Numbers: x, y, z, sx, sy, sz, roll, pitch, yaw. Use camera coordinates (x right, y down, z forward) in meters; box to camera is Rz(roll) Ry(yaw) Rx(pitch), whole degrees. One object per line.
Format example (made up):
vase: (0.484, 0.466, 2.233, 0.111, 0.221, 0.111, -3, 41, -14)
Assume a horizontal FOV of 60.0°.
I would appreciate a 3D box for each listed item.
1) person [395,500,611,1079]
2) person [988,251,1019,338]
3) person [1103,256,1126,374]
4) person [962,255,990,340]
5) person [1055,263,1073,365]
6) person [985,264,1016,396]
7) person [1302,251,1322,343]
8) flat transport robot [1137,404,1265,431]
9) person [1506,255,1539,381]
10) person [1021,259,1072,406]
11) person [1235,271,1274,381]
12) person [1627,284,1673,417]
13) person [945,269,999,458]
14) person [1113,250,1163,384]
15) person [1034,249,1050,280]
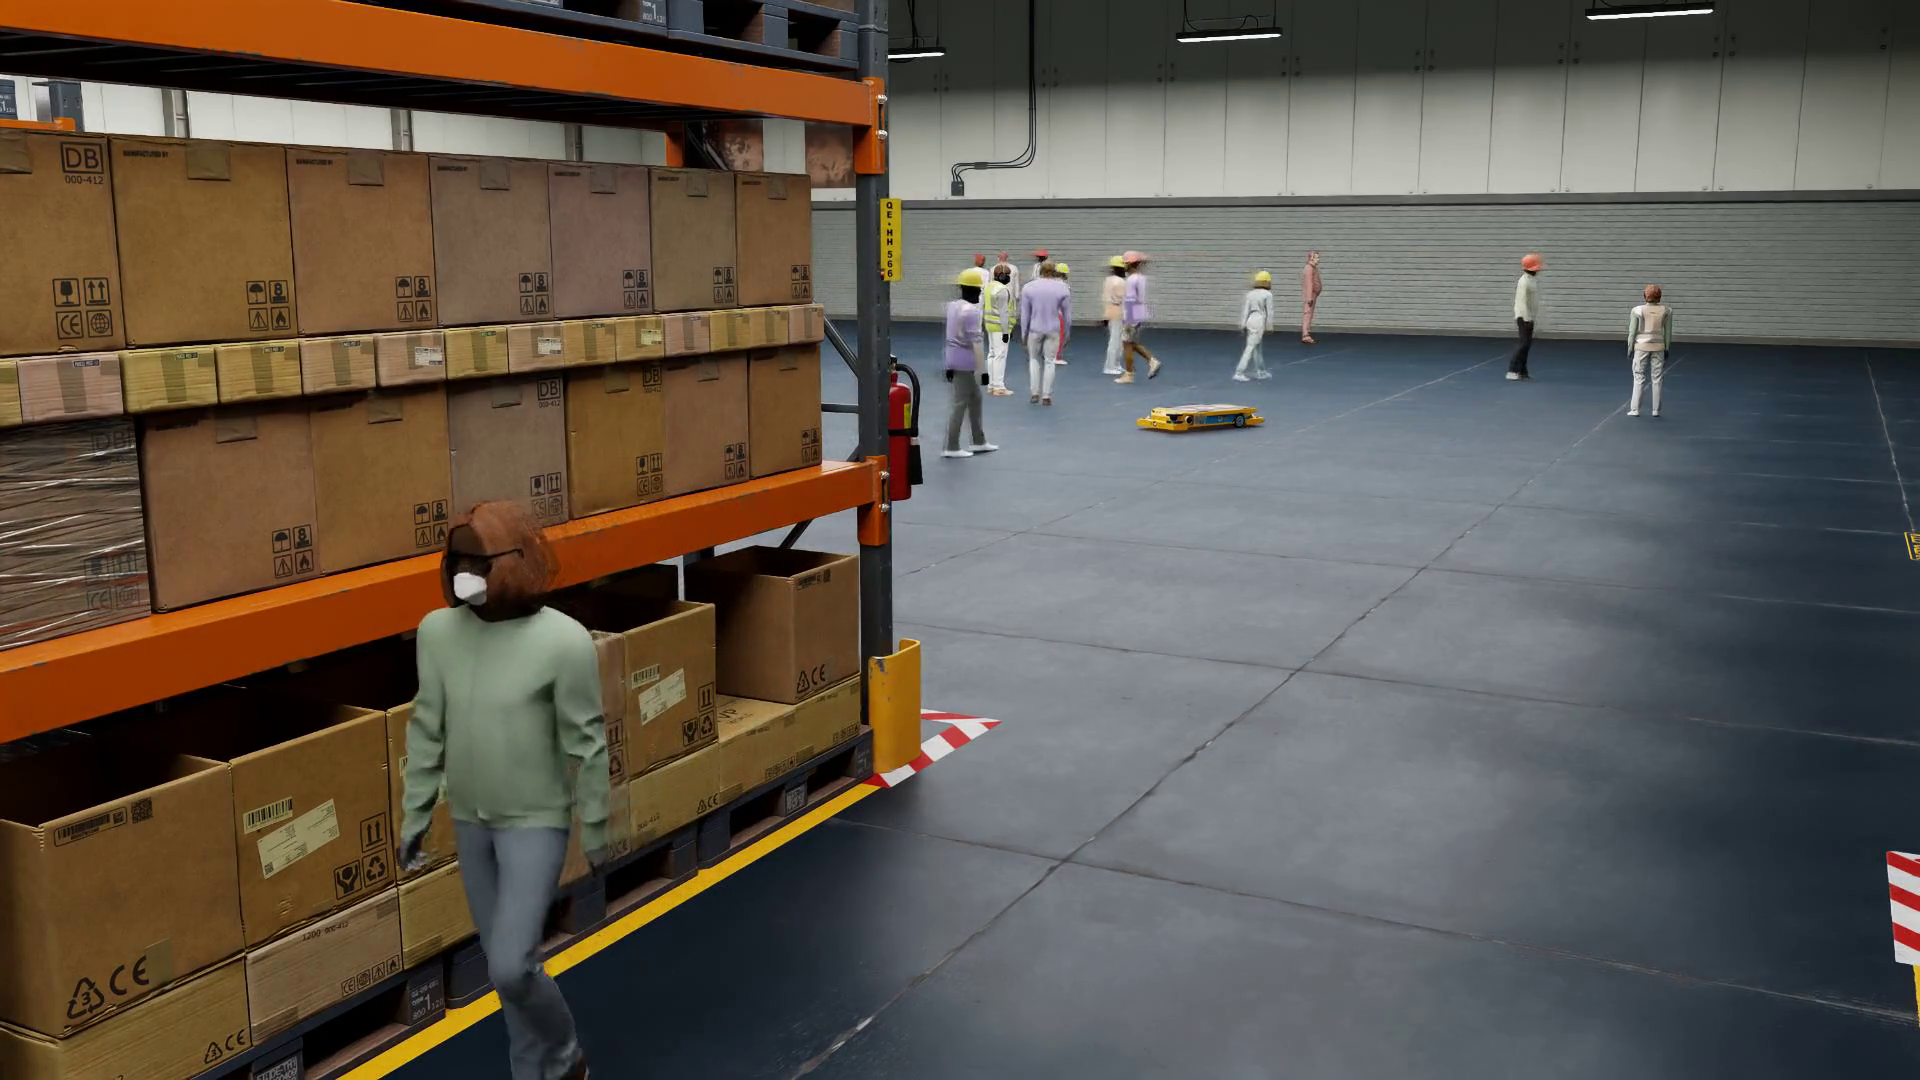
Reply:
person: (-1.117, 0.705, 4.045, 0.511, 1.617, 0.376, 5, 12, 26)
person: (0.934, -5.266, 35.854, 0.677, 1.893, 0.426, 0, 10, -2)
person: (2.585, -3.614, 26.806, 0.586, 1.903, 0.602, -3, 11, -15)
person: (0.324, -5.122, 35.269, 0.667, 1.831, 0.961, 4, 11, 21)
person: (1.747, -3.907, 28.822, 0.373, 1.755, 0.535, -6, 12, -28)
person: (0.570, -2.947, 23.383, 0.428, 1.835, 0.627, -3, 11, -17)
person: (7.333, -5.056, 34.677, 0.399, 1.910, 0.643, 2, 11, 13)
flat transport robot: (2.825, -1.448, 19.471, 1.431, 0.197, 0.652, -7, 13, -34)
person: (8.759, -3.436, 25.781, 0.395, 1.945, 0.714, 5, 12, 27)
person: (1.149, -2.752, 22.056, 0.661, 1.923, 0.671, 1, 10, 5)
person: (4.568, -3.304, 25.715, 0.883, 1.691, 0.491, -6, 12, -31)
person: (8.524, -2.335, 20.573, 0.522, 1.640, 0.306, 1, 10, 6)
person: (0.165, -1.782, 16.843, 0.789, 1.897, 0.607, -4, 11, -21)
person: (2.671, -3.351, 25.087, 0.618, 2.026, 0.606, 4, 11, 23)
person: (1.939, -5.866, 39.063, 0.445, 1.917, 0.568, -1, 10, -5)
